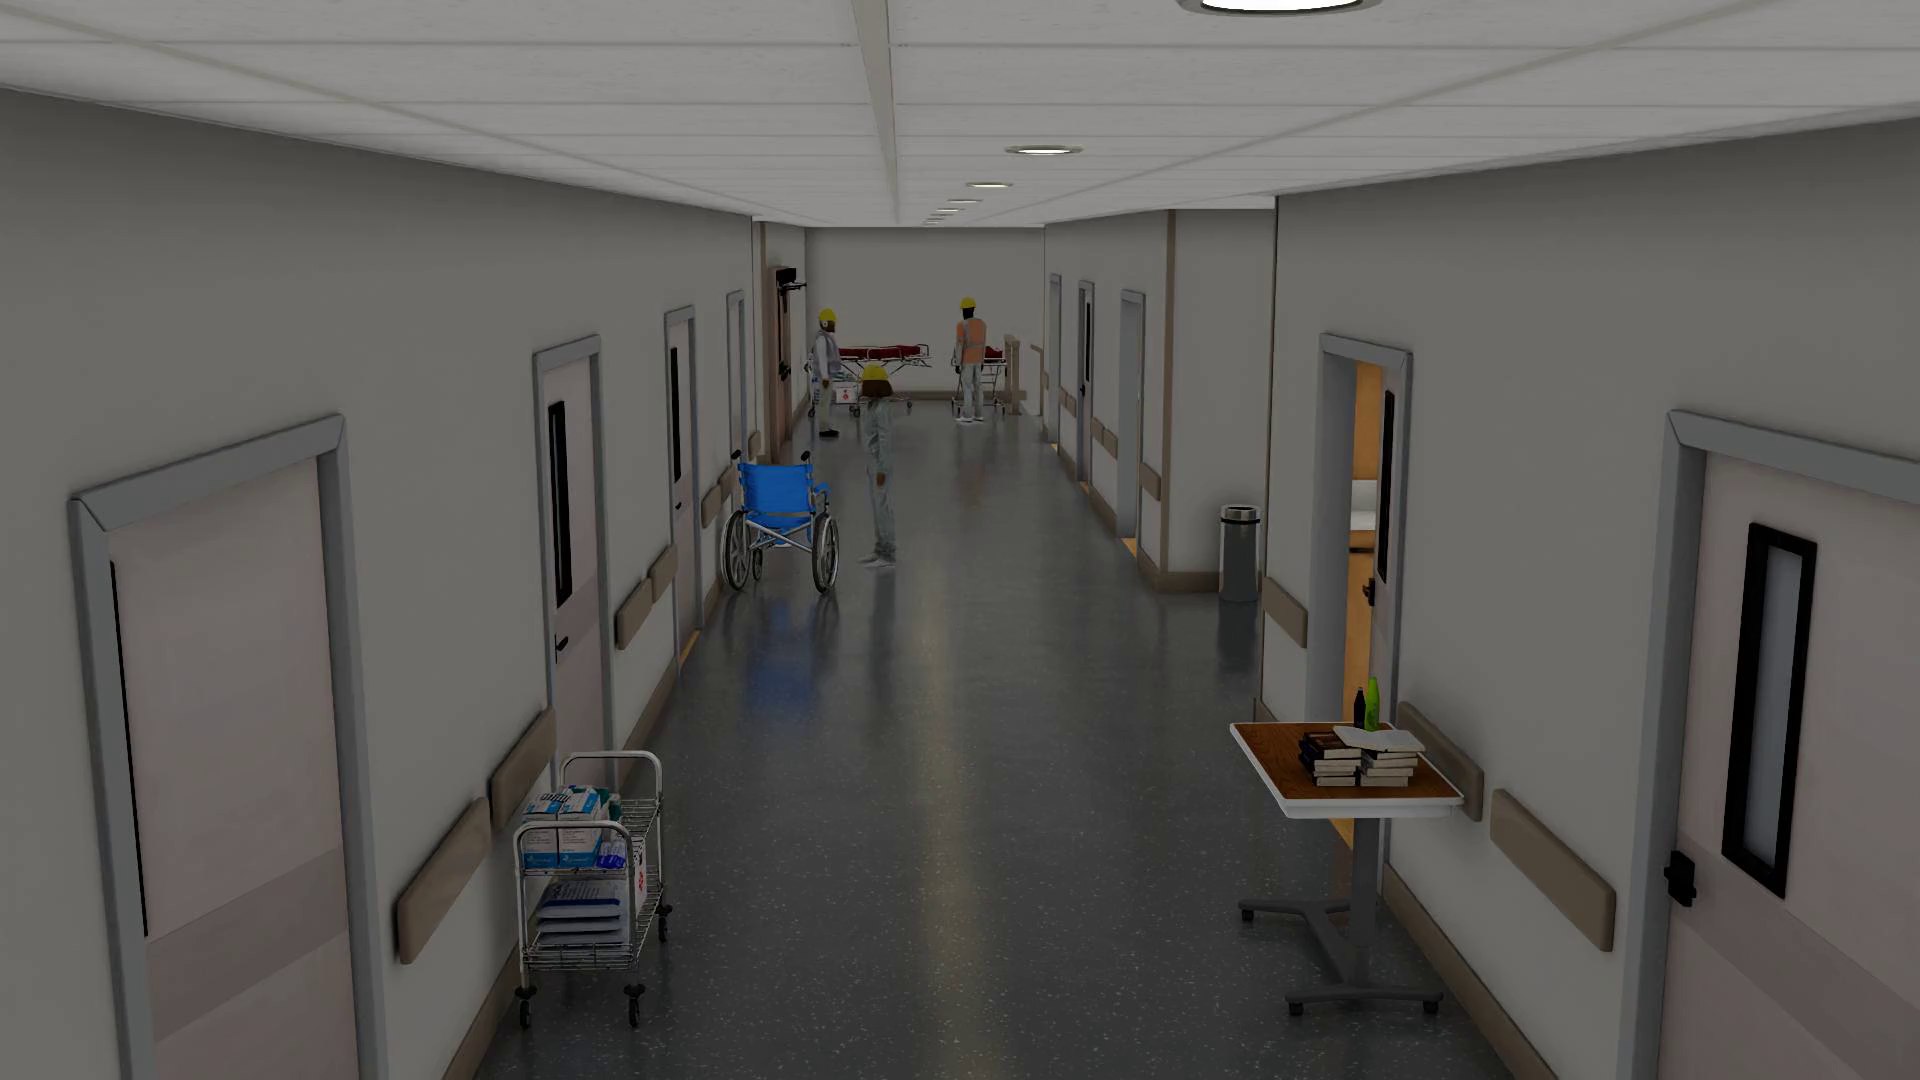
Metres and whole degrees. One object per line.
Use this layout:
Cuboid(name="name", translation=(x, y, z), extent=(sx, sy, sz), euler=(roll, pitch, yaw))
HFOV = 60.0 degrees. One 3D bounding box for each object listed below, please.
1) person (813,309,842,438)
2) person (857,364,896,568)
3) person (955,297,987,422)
Cuboid(name="person", translation=(-1.884, -2.365, 23.676), extent=(0.403, 1.826, 0.622), euler=(0, 10, 1))
Cuboid(name="person", translation=(-0.715, -0.632, 14.223), extent=(0.309, 1.742, 0.491), euler=(-2, 10, -11))
Cuboid(name="person", translation=(0.149, -2.775, 25.662), extent=(0.587, 1.920, 0.399), euler=(-10, 14, -43))
